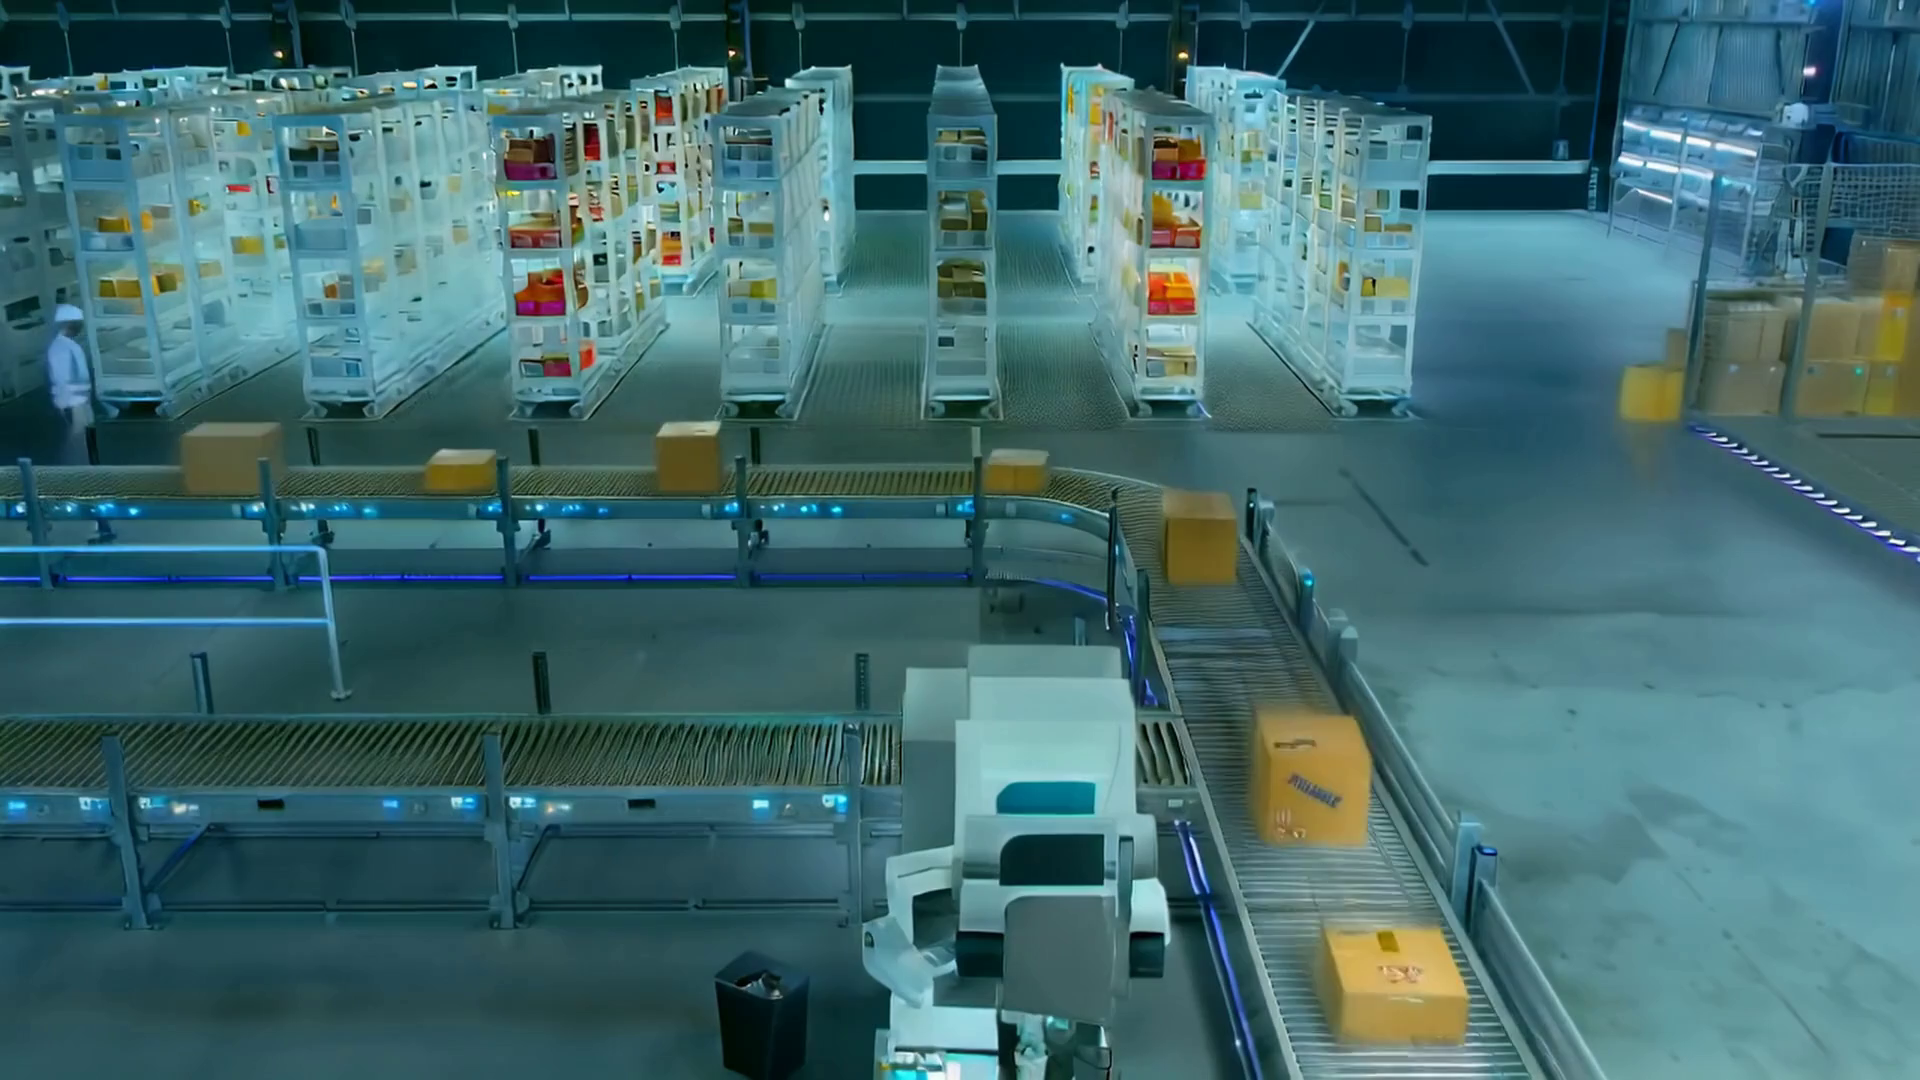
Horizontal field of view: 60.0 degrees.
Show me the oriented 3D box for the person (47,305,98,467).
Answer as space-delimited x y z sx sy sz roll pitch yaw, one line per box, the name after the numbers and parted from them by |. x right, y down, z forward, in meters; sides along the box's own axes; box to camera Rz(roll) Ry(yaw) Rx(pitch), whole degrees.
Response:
-8.998 -1.410 16.884 0.413 1.914 0.699 -2 18 -7 | person

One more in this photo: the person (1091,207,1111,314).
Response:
2.329 -4.495 26.518 0.566 1.838 0.384 11 21 29 | person
